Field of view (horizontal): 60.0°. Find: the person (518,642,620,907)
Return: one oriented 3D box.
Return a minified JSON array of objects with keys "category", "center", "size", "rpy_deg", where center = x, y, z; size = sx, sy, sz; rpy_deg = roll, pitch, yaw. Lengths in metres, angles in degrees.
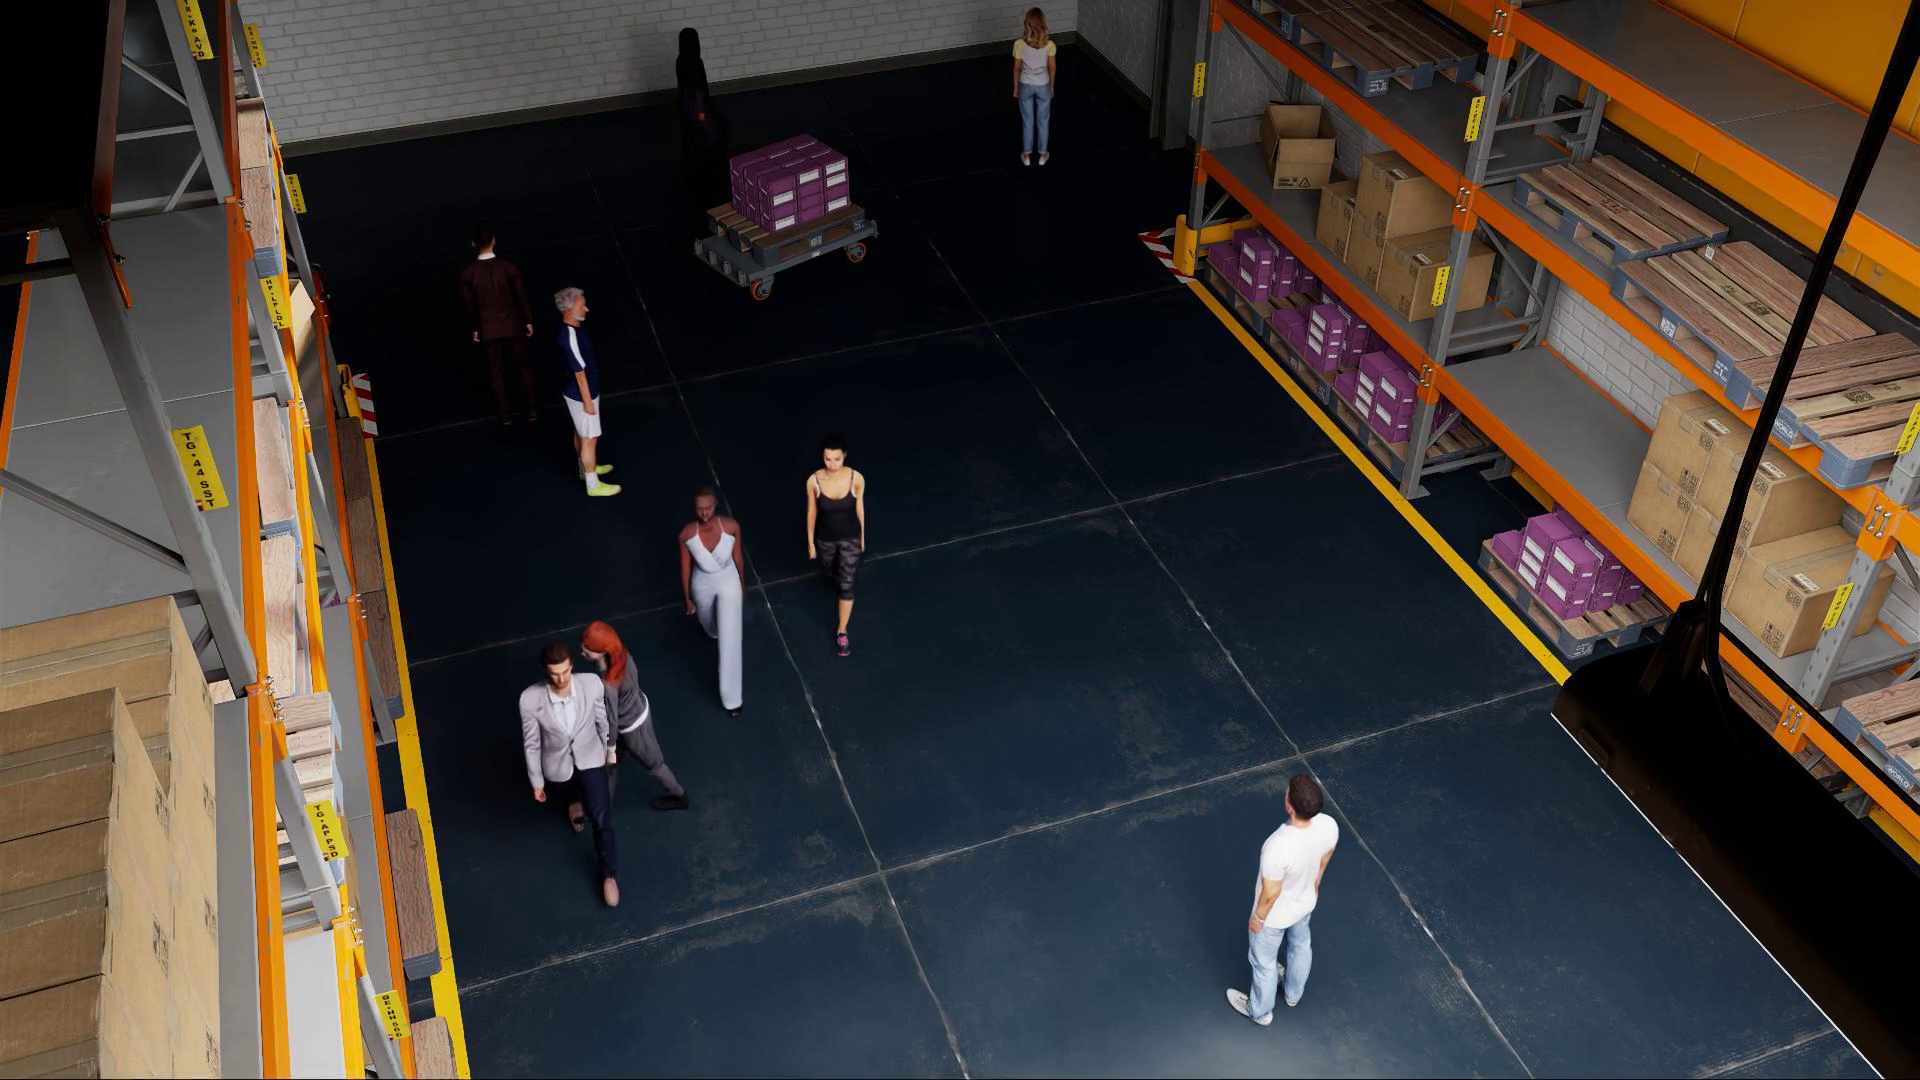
[{"category":"person","center":[-2.373,1.279,10.105],"size":[0.733,1.814,1.211],"rpy_deg":[-10,40,-12]}]

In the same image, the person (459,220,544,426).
[{"category":"person","center":[-3.841,-1.801,13.921],"size":[0.698,1.865,0.623],"rpy_deg":[-9,39,-11]}]

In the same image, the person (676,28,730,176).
[{"category":"person","center":[-2.881,-4.624,17.659],"size":[0.776,1.612,0.775],"rpy_deg":[-23,44,-26]}]

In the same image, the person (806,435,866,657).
[{"category":"person","center":[-0.867,-0.053,11.864],"size":[0.796,1.701,1.125],"rpy_deg":[-2,39,-2]}]

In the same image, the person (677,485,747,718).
[{"category":"person","center":[-1.682,0.296,11.394],"size":[0.713,1.742,1.178],"rpy_deg":[-6,39,-7]}]

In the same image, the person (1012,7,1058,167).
[{"category":"person","center":[0.801,-4.852,17.855],"size":[0.700,1.724,0.680],"rpy_deg":[2,39,2]}]

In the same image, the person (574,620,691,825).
[{"category":"person","center":[-1.993,1.126,10.363],"size":[0.750,1.730,0.938],"rpy_deg":[-3,39,-3]}]

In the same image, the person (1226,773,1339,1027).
[{"category":"person","center":[1.796,1.988,9.177],"size":[0.722,1.864,0.633],"rpy_deg":[-23,44,-26]}]

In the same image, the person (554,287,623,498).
[{"category":"person","center":[-3.008,-1.191,13.181],"size":[0.685,1.835,0.479],"rpy_deg":[-12,40,-15]}]
